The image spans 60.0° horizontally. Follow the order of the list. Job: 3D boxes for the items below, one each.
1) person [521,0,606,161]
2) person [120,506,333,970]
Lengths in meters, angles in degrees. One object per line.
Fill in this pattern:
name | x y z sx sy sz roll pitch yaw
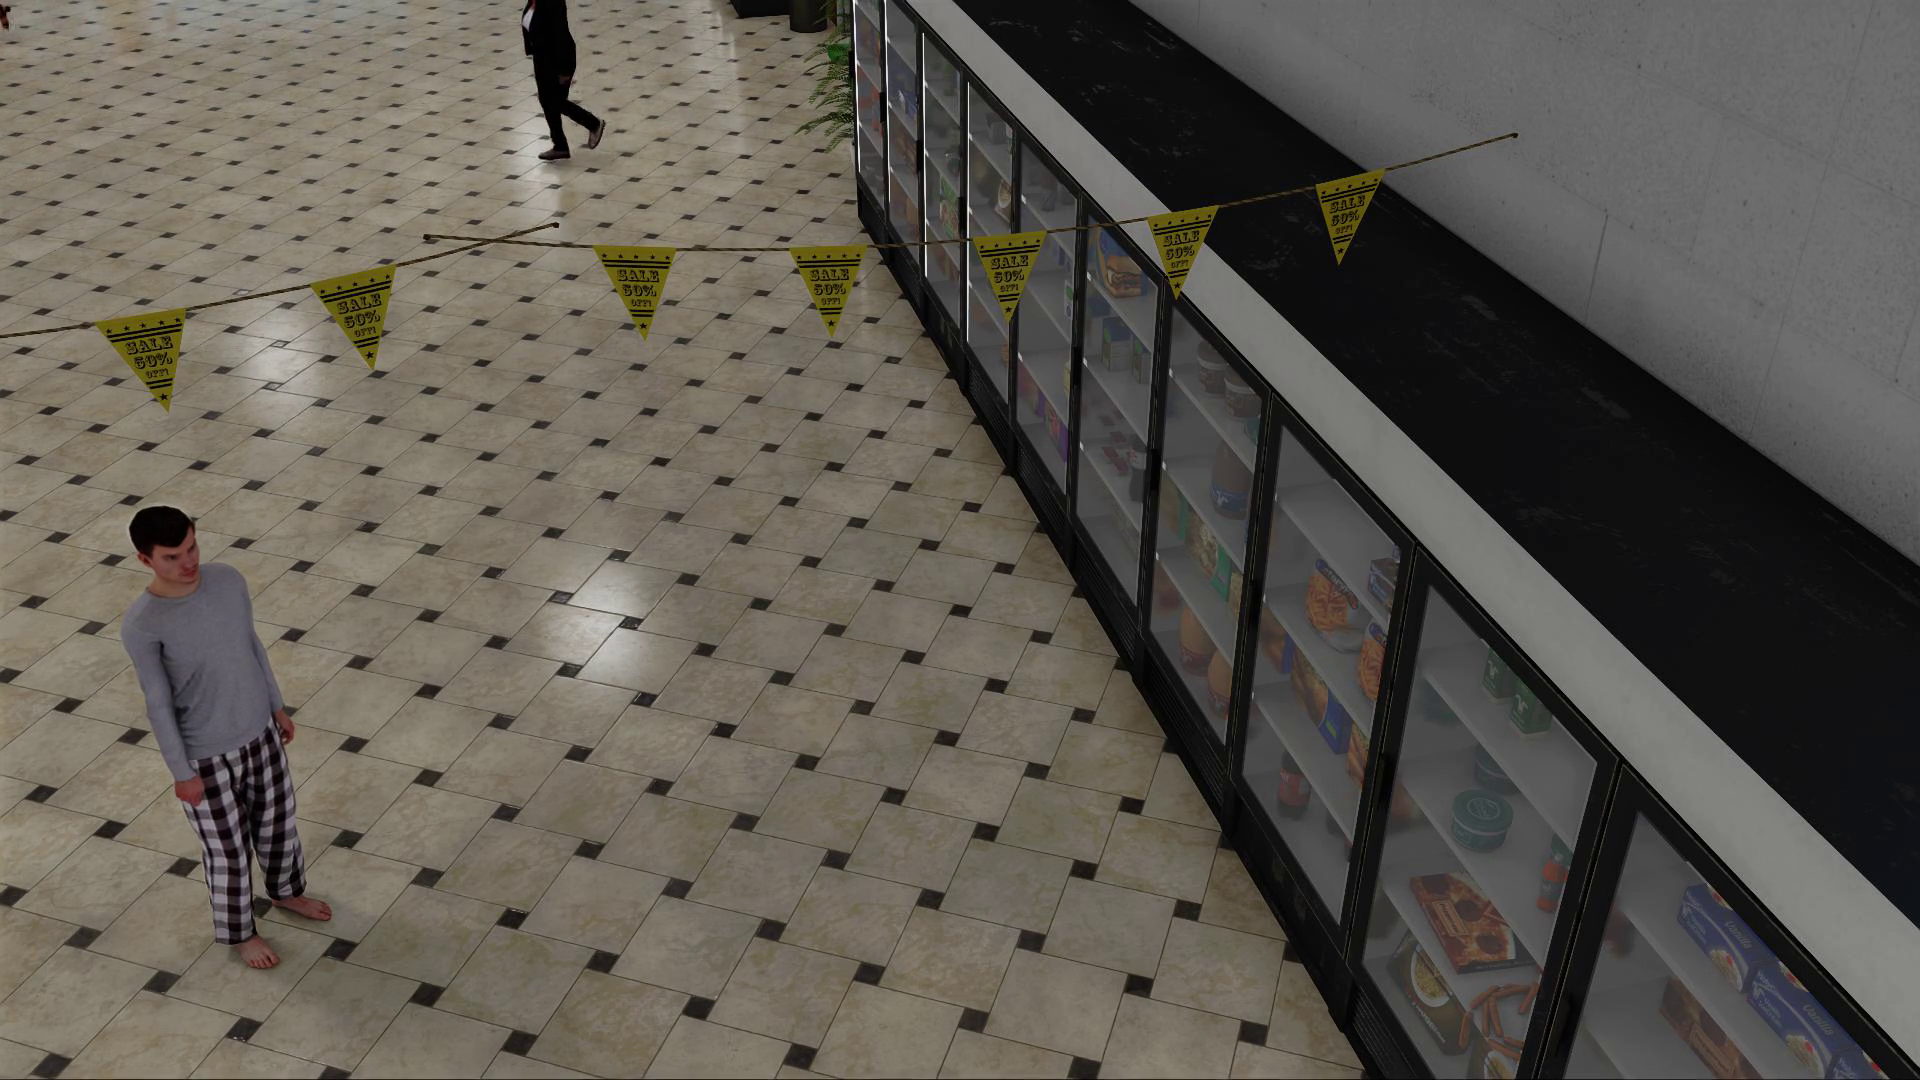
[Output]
person | -3.171 -3.823 13.276 0.921 1.603 0.824 -23 39 -33
person | -2.577 0.678 5.811 0.756 1.847 0.699 16 35 24
